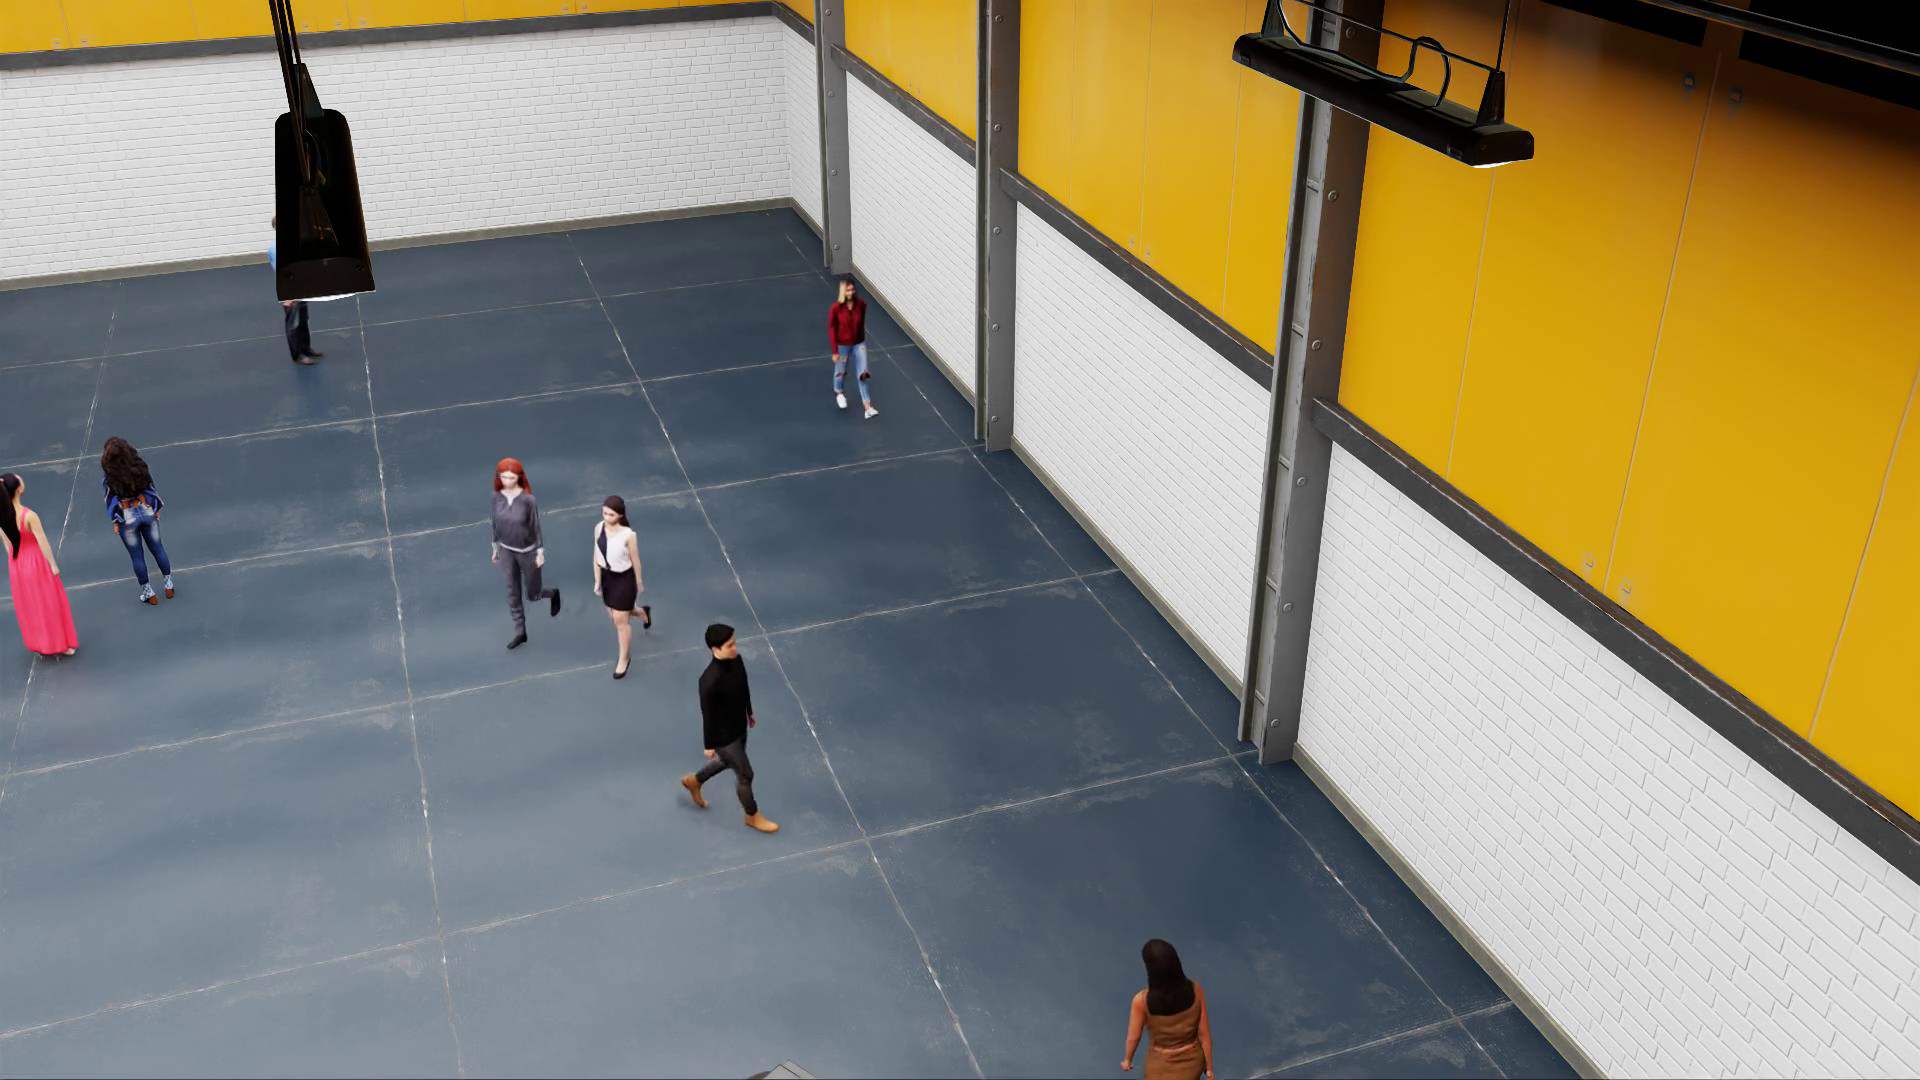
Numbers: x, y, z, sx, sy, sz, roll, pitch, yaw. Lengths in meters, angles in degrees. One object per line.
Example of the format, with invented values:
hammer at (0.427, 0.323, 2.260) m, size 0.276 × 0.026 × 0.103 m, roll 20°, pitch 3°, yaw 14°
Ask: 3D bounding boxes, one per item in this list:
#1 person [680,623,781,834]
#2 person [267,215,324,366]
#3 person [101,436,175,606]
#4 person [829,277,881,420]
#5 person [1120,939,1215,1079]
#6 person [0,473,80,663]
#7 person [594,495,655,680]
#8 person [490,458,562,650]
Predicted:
person at (-1.724, 1.328, 11.946) m, size 1.101 × 1.694 × 1.099 m, roll 9°, pitch 30°, yaw 16°
person at (-7.939, -2.995, 19.750) m, size 0.781 × 1.811 × 0.641 m, roll 2°, pitch 29°, yaw 4°
person at (-7.333, -0.187, 14.801) m, size 0.692 × 1.619 × 0.697 m, roll 25°, pitch 38°, yaw 38°
person at (-1.264, -2.152, 18.443) m, size 0.670 × 1.581 × 1.091 m, roll -13°, pitch 31°, yaw -22°
person at (1.198, 2.947, 9.038) m, size 0.582 × 1.636 × 0.819 m, roll -6°, pitch 29°, yaw -11°
person at (-7.770, 0.236, 13.918) m, size 0.707 × 1.723 × 0.741 m, roll 6°, pitch 29°, yaw 11°
person at (-2.797, 0.335, 13.834) m, size 0.916 × 1.629 × 0.995 m, roll 10°, pitch 30°, yaw 18°
person at (-3.707, 0.075, 14.174) m, size 0.911 × 1.761 × 0.990 m, roll 12°, pitch 31°, yaw 21°
